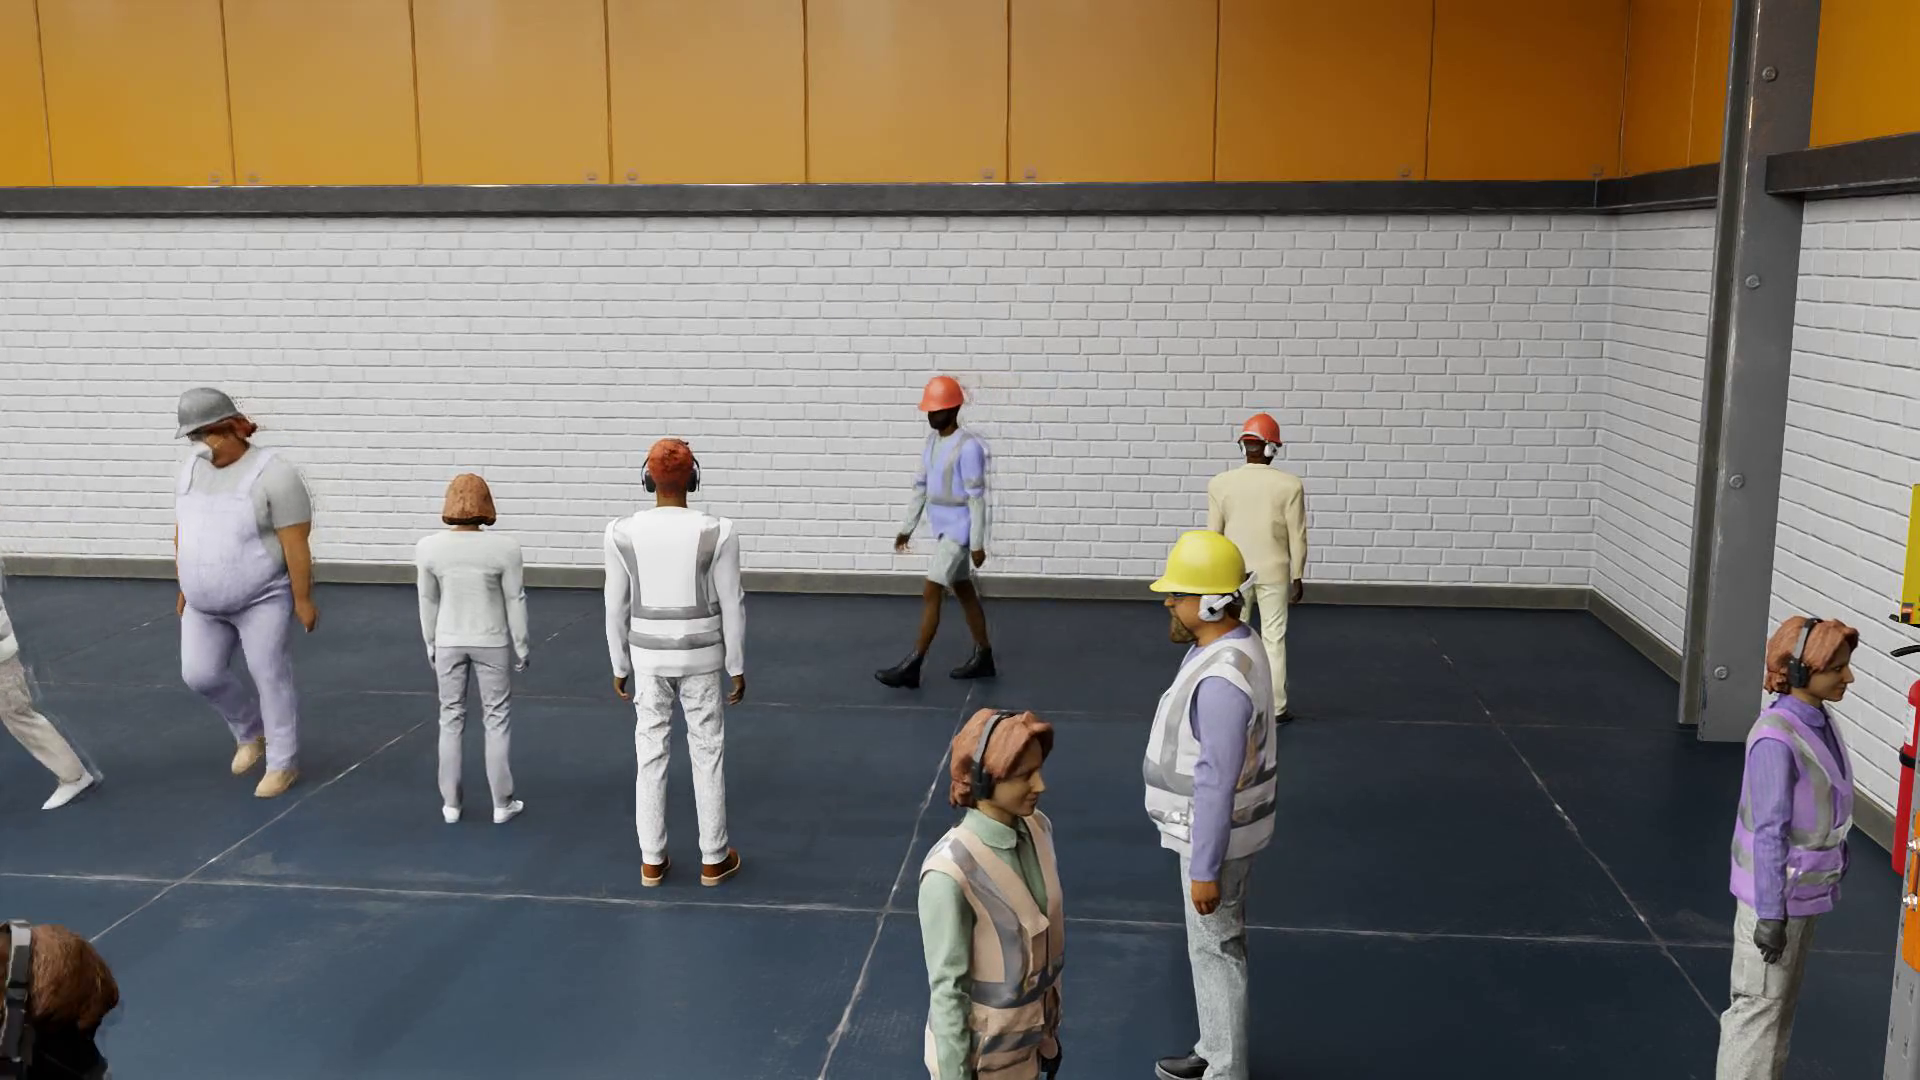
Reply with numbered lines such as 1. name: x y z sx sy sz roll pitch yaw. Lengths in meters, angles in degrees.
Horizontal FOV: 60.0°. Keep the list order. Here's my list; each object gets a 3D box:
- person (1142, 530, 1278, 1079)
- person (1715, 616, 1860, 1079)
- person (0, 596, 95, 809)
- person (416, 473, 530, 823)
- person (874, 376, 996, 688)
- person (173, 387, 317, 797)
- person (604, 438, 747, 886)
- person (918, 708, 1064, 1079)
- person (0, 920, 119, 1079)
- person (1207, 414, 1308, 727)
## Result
1. person: 0.755 0.872 5.061 0.404 1.824 0.585 2 10 12
2. person: 2.348 1.018 4.733 0.306 1.639 0.524 8 13 38
3. person: -4.502 0.534 7.649 0.557 1.592 0.879 7 12 33
4. person: -2.251 0.503 7.716 0.502 1.627 0.288 0 10 0
5. person: -0.166 -0.041 10.056 0.947 1.889 0.567 -4 11 -22
6. person: -3.486 0.238 8.051 0.767 2.000 0.536 2 10 12
7. person: -1.170 0.514 6.916 0.580 1.884 0.352 0 10 2
8. person: 0.075 1.184 3.793 0.307 1.637 0.512 5 11 26
9. person: -1.256 1.393 2.133 0.438 1.814 0.684 2 10 11
10. person: 1.660 0.169 9.289 0.560 1.743 0.337 4 11 21
